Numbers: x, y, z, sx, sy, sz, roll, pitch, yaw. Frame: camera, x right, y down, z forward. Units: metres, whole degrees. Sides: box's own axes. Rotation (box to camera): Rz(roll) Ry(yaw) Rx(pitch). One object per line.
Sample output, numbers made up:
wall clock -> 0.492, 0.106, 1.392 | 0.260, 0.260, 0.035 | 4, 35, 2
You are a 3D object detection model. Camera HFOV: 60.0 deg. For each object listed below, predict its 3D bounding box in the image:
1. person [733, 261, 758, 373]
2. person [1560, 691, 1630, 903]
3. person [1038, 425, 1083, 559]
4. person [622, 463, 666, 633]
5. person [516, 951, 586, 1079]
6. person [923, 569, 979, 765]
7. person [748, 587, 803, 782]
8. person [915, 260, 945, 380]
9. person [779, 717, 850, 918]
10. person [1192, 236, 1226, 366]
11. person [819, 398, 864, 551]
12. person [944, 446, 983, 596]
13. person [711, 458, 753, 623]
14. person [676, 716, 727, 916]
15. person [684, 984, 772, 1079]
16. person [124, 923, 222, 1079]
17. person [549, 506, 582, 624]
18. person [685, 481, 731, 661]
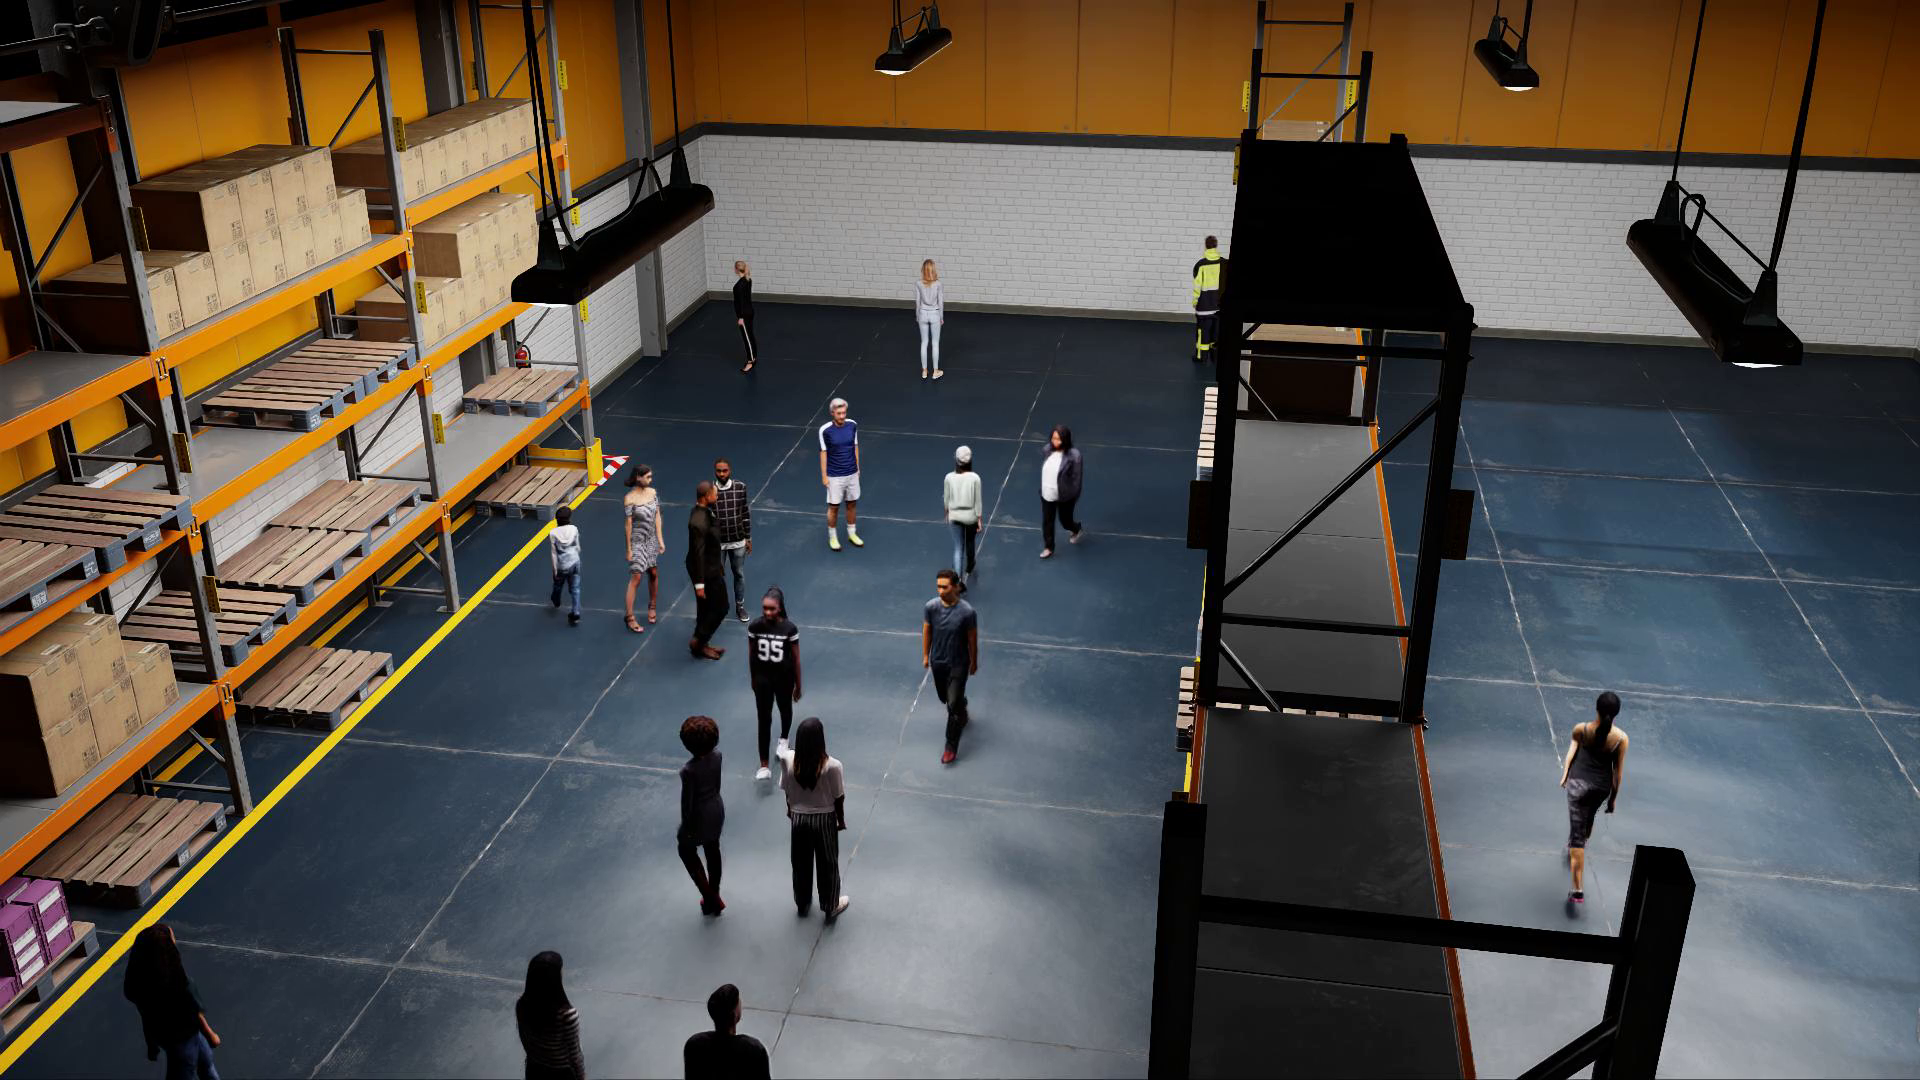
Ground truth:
person -> -3.240, -3.394, 25.207 | 0.662, 1.704, 0.461 | 5, 24, 11
person -> 4.864, 2.008, 12.883 | 0.587, 1.678, 1.169 | 5, 24, 12
person -> 1.162, -0.567, 18.906 | 0.861, 1.572, 1.004 | 14, 27, 30
person -> -3.298, 0.038, 17.238 | 0.674, 1.799, 0.809 | -19, 30, -37
person -> -2.427, 3.241, 9.922 | 0.664, 1.790, 0.580 | 8, 25, 17
person -> -0.057, 1.057, 14.934 | 0.797, 1.778, 1.133 | 8, 25, 18
person -> -1.610, 1.216, 14.679 | 0.717, 1.690, 1.162 | 2, 24, 4
person -> -0.454, -3.313, 24.910 | 0.603, 1.794, 0.533 | 6, 24, 14
person -> -1.112, 2.101, 12.665 | 0.714, 1.682, 0.663 | 8, 25, 18
person -> 3.844, -3.690, 25.543 | 0.870, 1.977, 0.858 | -8, 25, -18
person -> -1.370, -0.784, 19.079 | 0.730, 1.831, 0.780 | -14, 27, -29
person -> 0.016, -0.185, 17.996 | 0.618, 1.600, 1.146 | 4, 24, 8
person -> -2.429, -0.015, 17.332 | 0.733, 1.820, 0.694 | -5, 24, -11
person -> -1.885, 2.128, 12.578 | 0.786, 1.703, 0.721 | 20, 31, 39
person -> -1.309, 3.357, 9.602 | 0.655, 1.834, 0.548 | 3, 24, 7
person -> -4.926, 3.168, 10.353 | 0.799, 1.578, 1.189 | 11, 26, 23
person -> -4.095, 0.281, 17.401 | 0.792, 1.223, 0.921 | -12, 26, -25
person -> -2.615, 0.324, 16.476 | 0.888, 1.886, 0.741 | -4, 24, -10
